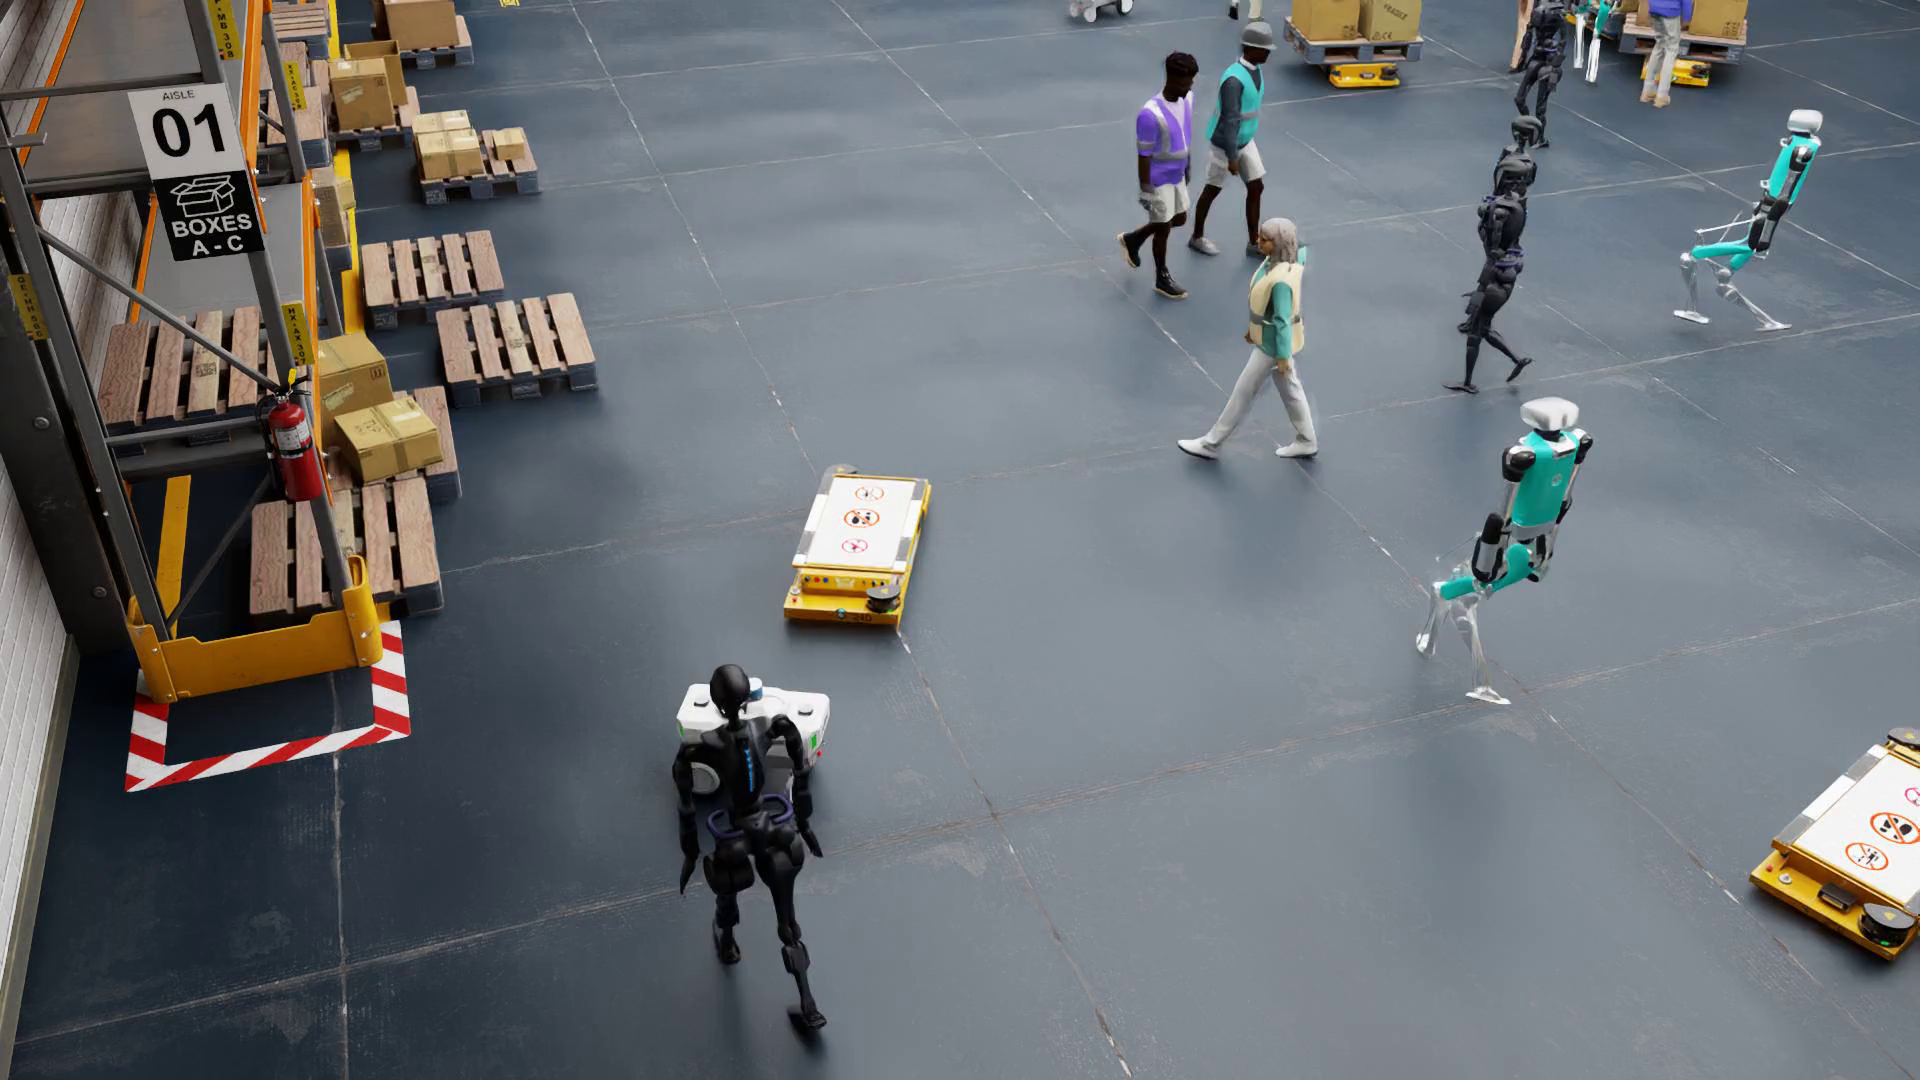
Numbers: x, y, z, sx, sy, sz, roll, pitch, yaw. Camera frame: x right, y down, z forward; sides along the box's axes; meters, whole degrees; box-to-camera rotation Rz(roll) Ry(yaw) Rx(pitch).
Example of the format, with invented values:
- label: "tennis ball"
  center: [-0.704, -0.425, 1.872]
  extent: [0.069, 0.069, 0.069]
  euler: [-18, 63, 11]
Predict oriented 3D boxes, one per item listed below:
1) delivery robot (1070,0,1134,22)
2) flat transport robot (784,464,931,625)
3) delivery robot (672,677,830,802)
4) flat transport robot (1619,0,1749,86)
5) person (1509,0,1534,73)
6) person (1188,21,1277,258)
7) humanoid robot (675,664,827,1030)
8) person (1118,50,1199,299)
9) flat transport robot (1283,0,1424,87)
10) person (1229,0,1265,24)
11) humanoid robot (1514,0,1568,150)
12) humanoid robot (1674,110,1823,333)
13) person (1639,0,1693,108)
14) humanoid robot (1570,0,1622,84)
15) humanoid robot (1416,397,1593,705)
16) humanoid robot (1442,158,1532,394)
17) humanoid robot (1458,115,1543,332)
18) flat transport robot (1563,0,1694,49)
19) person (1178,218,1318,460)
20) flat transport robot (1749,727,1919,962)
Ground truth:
- label: "delivery robot"
  center: [1.629, -6.372, 19.381]
  extent: [0.524, 0.607, 0.778]
  euler: [28, 42, 36]
- label: "flat transport robot"
  center: [-0.584, 0.007, 9.848]
  extent: [0.659, 0.231, 1.431]
  euler: [4, 33, 5]
- label: "delivery robot"
  center: [-1.038, 0.947, 8.160]
  extent: [0.782, 0.611, 0.510]
  euler: [4, 33, 6]
- label: "flat transport robot"
  center: [7.682, -5.176, 17.797]
  extent: [0.659, 0.231, 1.431]
  euler: [12, 35, 18]
- label: "person"
  center: [6.059, -5.774, 17.441]
  extent: [0.484, 1.652, 0.679]
  euler: [28, 42, 36]
- label: "person"
  center: [2.252, -3.120, 13.145]
  extent: [0.881, 1.899, 0.597]
  euler: [23, 40, 31]
- label: "humanoid robot"
  center: [-0.844, 1.230, 6.729]
  extent: [0.607, 1.624, 0.803]
  euler: [-16, 36, -23]
- label: "person"
  center: [1.503, -2.788, 12.605]
  extent: [0.646, 1.936, 0.658]
  euler: [25, 41, 33]
- label: "flat transport robot"
  center: [4.141, -5.127, 17.721]
  extent: [0.659, 0.231, 1.431]
  euler: [-3, 33, -5]
- label: "person"
  center: [3.358, -6.740, 18.765]
  extent: [0.575, 1.825, 0.456]
  euler: [23, 39, 30]
- label: "humanoid robot"
  center: [5.394, -4.420, 15.358]
  extent: [0.367, 1.650, 0.601]
  euler: [-10, 34, -15]
- label: "humanoid robot"
  center: [5.638, -2.262, 12.003]
  extent: [1.032, 1.735, 0.544]
  euler: [13, 35, 19]
- label: "person"
  center: [6.990, -5.221, 16.428]
  extent: [0.405, 1.827, 0.504]
  euler: [-15, 36, -21]
- label: "humanoid robot"
  center: [6.548, -5.603, 17.109]
  extent: [0.535, 1.746, 0.956]
  euler: [10, 34, 14]
- label: "humanoid robot"
  center: [2.678, -0.002, 8.593]
  extent: [0.565, 1.835, 0.807]
  euler: [-17, 37, -24]
- label: "humanoid robot"
  center: [3.691, -1.755, 11.269]
  extent: [0.552, 1.643, 0.609]
  euler: [16, 36, 23]
- label: "humanoid robot"
  center: [3.916, -2.280, 12.064]
  extent: [0.355, 1.646, 0.601]
  euler: [-1, 33, -1]
- label: "flat transport robot"
  center: [7.506, -5.757, 18.689]
  extent: [0.659, 0.231, 1.431]
  euler: [-8, 34, -12]
- label: "person"
  center: [1.912, -1.238, 10.473]
  extent: [0.930, 1.655, 0.490]
  euler: [3, 33, 5]
- label: "flat transport robot"
  center: [4.351, 1.381, 7.741]
  extent: [1.431, 0.231, 0.659]
  euler: [-25, 41, -33]
